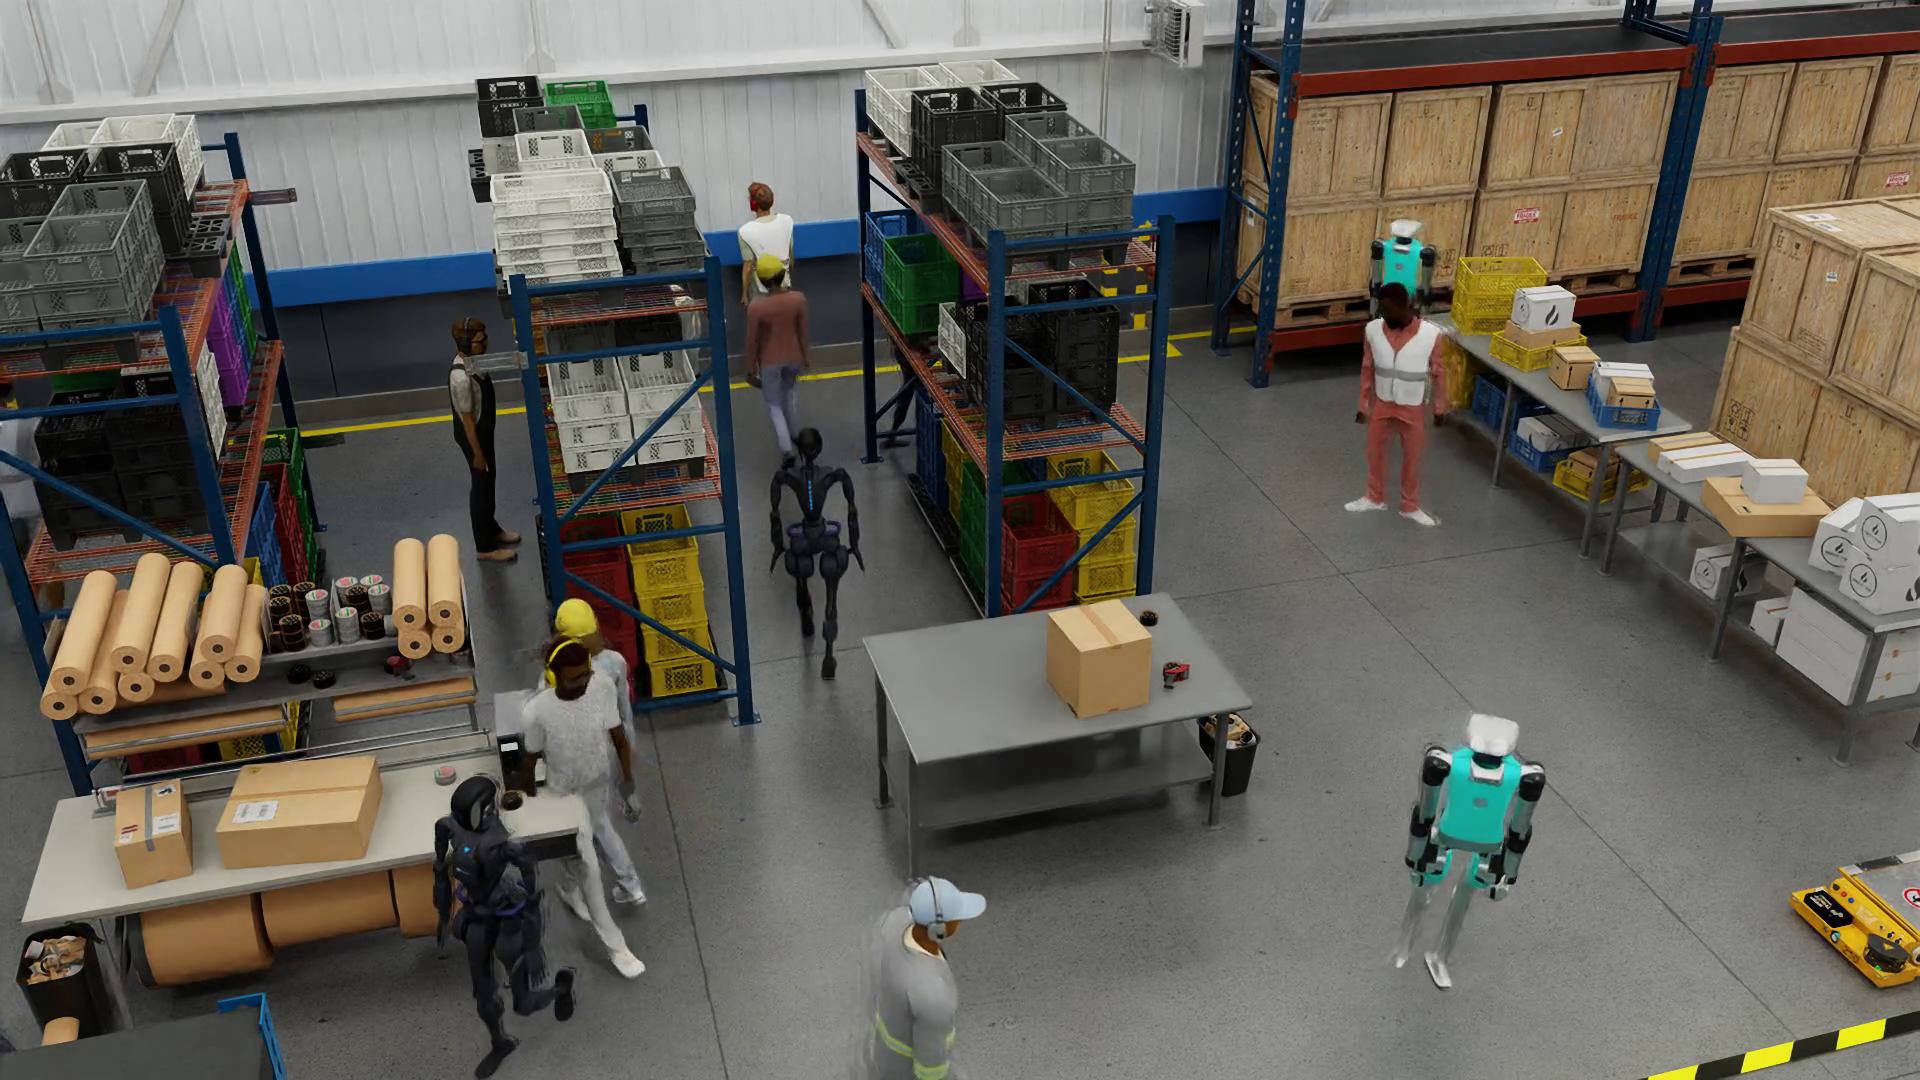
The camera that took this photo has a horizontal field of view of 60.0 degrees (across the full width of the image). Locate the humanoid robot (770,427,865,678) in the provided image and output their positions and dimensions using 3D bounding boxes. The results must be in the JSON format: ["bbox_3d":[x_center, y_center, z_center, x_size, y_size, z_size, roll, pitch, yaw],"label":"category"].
[{"bbox_3d":[-0.924,0.026,10.693,0.612,1.621,0.782,-2,29,-4],"label":"humanoid robot"}]

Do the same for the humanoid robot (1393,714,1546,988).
[{"bbox_3d":[2.409,1.470,7.992,0.535,1.794,0.809,7,30,13],"label":"humanoid robot"}]

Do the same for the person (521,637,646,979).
[{"bbox_3d":[-1.846,1.276,8.232,0.493,1.811,0.951,-25,37,-37],"label":"person"}]

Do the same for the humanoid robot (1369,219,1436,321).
[{"bbox_3d":[3.772,-1.915,14.165,0.540,1.803,0.766,14,32,24],"label":"humanoid robot"}]

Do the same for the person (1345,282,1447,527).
[{"bbox_3d":[3.306,-1.000,12.318,0.739,1.878,0.386,16,33,27],"label":"person"}]

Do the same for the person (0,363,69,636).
[{"bbox_3d":[-6.094,-0.266,10.825,0.630,2.022,0.471,-5,29,-9],"label":"person"}]

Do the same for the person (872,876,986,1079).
[{"bbox_3d":[-0.077,2.081,6.754,0.728,1.826,0.603,-12,31,-20],"label":"person"}]

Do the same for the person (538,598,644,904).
[{"bbox_3d":[-1.922,1.080,8.699,0.486,1.705,0.843,-25,37,-37],"label":"person"}]

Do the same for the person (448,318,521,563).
[{"bbox_3d":[-3.411,-0.708,11.821,0.329,1.842,0.504,-4,29,-7],"label":"person"}]

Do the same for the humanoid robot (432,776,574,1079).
[{"bbox_3d":[-2.092,1.698,7.605,0.600,1.641,0.524,11,31,20],"label":"humanoid robot"}]

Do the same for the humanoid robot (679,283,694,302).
[{"bbox_3d":[-2.485,-1.448,13.267,0.822,1.760,0.549,-19,34,-30],"label":"humanoid robot"}]

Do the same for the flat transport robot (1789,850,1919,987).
[{"bbox_3d":[5.163,1.916,8.676,1.431,0.231,0.659,-8,30,-14],"label":"flat transport robot"}]

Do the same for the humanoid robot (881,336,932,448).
[{"bbox_3d":[-0.349,-1.564,13.567,0.722,1.630,0.589,-11,31,-19],"label":"humanoid robot"}]

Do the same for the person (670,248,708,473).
[{"bbox_3d":[-2.247,-1.425,13.137,0.432,1.836,0.629,-21,35,-33],"label":"person"}]

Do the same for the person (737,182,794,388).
[{"bbox_3d":[-1.673,-2.208,14.537,0.566,1.850,0.390,-25,37,-38],"label":"person"}]

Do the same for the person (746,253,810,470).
[{"bbox_3d":[-1.426,-1.429,13.253,0.530,1.745,0.789,-16,33,-27],"label":"person"}]
